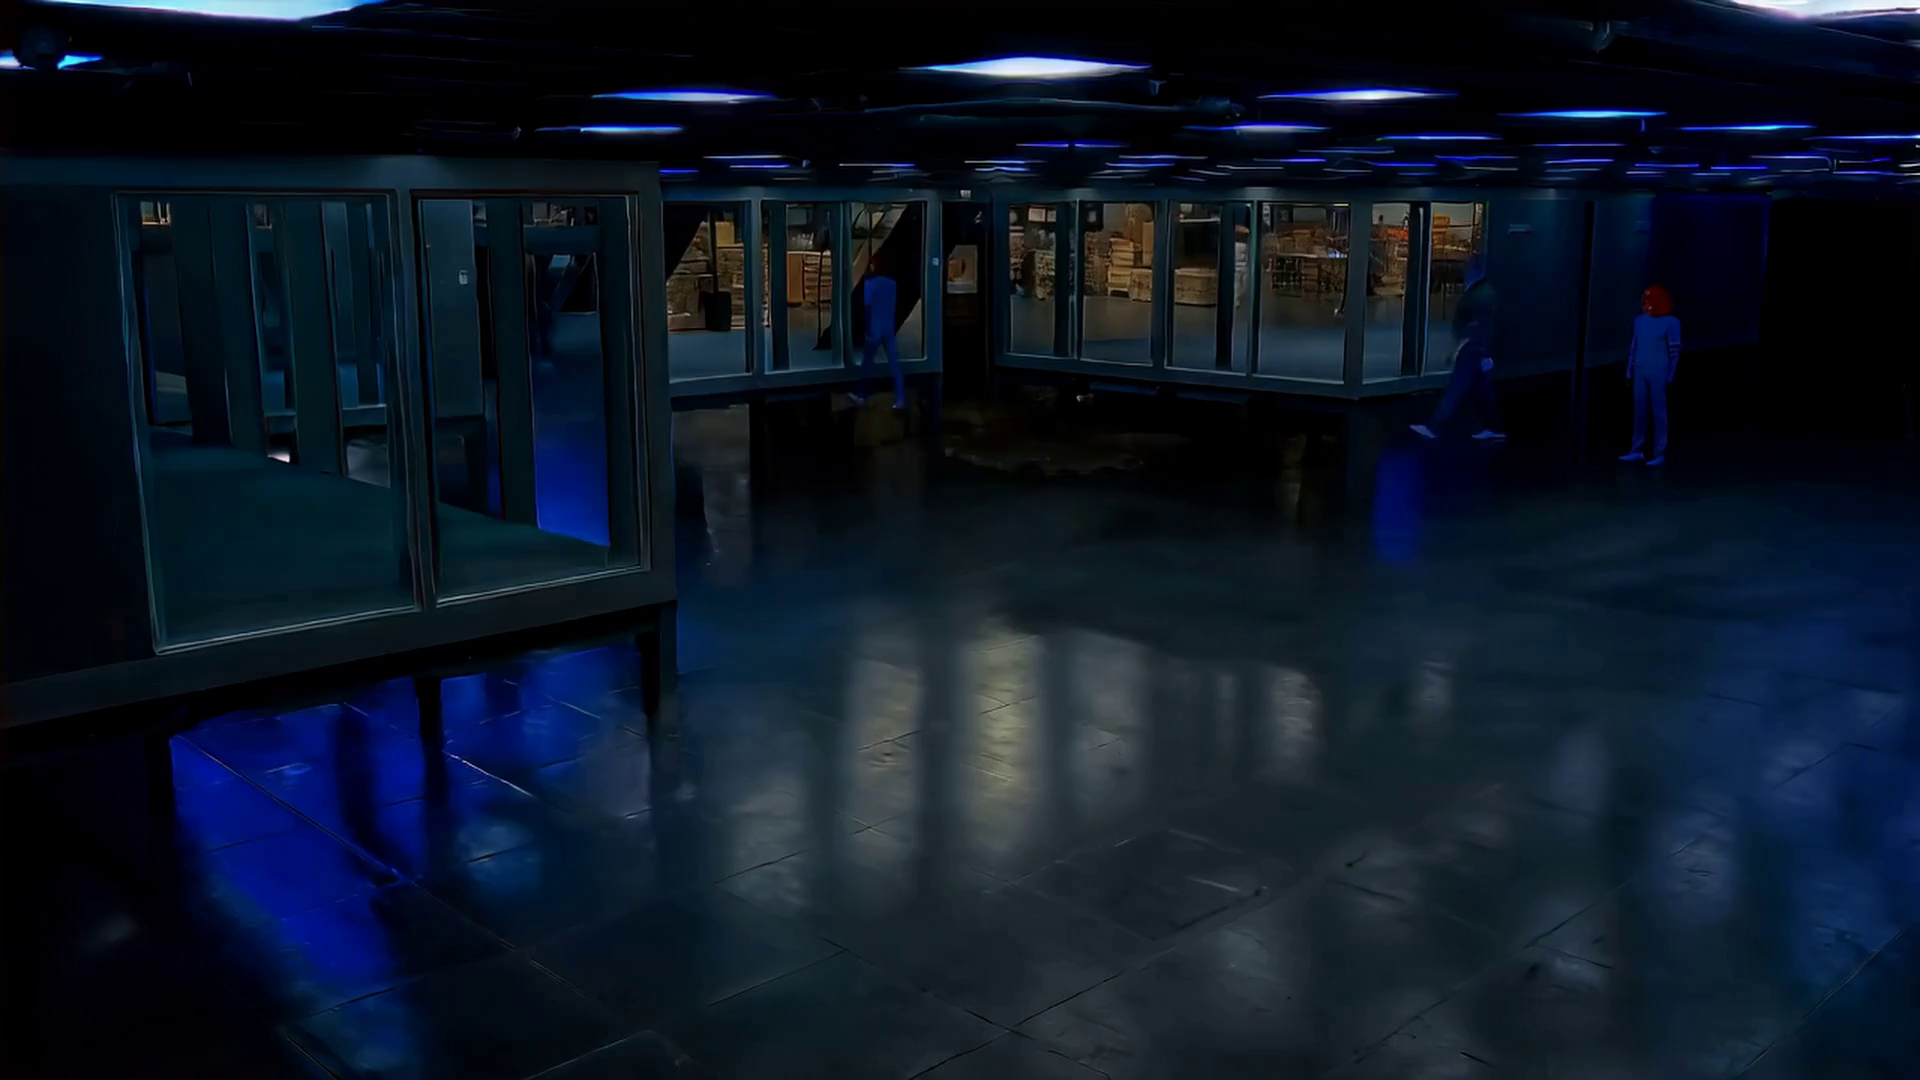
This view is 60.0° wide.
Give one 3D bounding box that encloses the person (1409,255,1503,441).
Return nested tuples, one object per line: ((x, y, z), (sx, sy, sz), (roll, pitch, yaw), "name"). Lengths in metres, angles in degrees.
((5.019, -1.905, 16.628), (0.999, 1.850, 0.676), (1, 11, 4), "person")

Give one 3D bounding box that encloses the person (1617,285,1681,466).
((6.296, -1.498, 15.155), (0.278, 1.633, 0.507), (-6, 13, -29), "person")

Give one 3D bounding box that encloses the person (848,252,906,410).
((-0.937, -2.445, 19.465), (0.537, 1.815, 0.994), (-7, 14, -33), "person")
